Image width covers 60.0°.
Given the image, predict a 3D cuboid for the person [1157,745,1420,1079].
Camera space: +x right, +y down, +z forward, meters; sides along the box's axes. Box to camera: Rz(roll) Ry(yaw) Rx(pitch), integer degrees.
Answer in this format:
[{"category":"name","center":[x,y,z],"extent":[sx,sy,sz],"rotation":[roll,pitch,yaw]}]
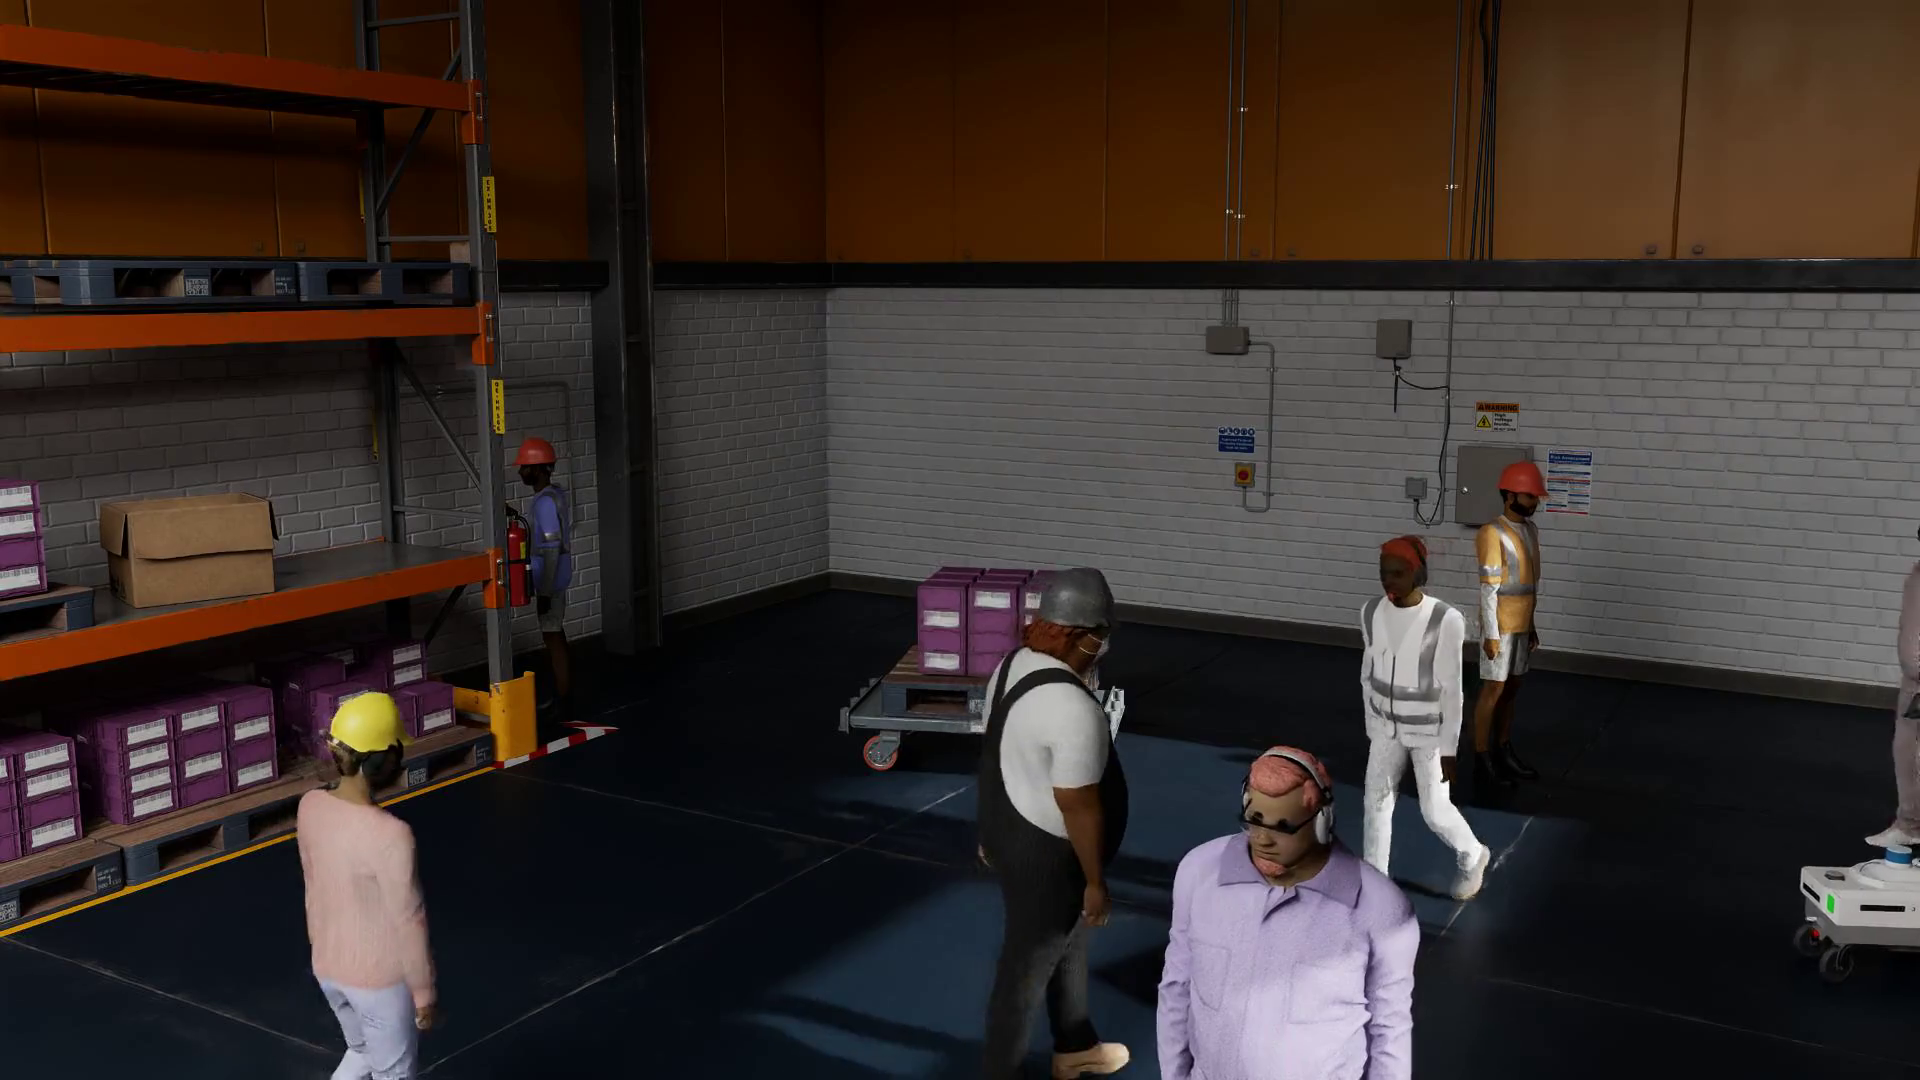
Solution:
[{"category":"person","center":[0.774,1.433,4.122],"extent":[0.637,1.901,0.403],"rotation":[5,10,27]}]

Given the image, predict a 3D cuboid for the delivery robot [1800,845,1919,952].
[{"category":"delivery robot","center":[4.041,1.564,7.193],"extent":[0.707,0.478,0.477],"rotation":[1,9,6]}]

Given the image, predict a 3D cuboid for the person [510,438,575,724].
[{"category":"person","center":[-2.811,0.275,11.228],"extent":[0.375,1.935,0.550],"rotation":[-2,9,-10]}]

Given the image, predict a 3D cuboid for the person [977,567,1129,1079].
[{"category":"person","center":[0.403,1.067,5.958],"extent":[0.806,2.000,0.713],"rotation":[-3,9,-15]}]

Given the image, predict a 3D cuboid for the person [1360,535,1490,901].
[{"category":"person","center":[2.161,0.875,7.762],"extent":[0.849,1.859,0.580],"rotation":[-8,12,-39]}]

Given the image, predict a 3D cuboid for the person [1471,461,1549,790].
[{"category":"person","center":[3.268,0.494,9.858],"extent":[0.544,1.938,0.355],"rotation":[-9,13,-44]}]

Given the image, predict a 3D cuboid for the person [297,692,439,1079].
[{"category":"person","center":[-1.848,1.335,5.152],"extent":[0.550,1.752,0.438],"rotation":[6,11,34]}]

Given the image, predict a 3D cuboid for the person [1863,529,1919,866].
[{"category":"person","center":[4.949,0.747,8.476],"extent":[0.430,1.875,0.657],"rotation":[0,9,-1]}]
